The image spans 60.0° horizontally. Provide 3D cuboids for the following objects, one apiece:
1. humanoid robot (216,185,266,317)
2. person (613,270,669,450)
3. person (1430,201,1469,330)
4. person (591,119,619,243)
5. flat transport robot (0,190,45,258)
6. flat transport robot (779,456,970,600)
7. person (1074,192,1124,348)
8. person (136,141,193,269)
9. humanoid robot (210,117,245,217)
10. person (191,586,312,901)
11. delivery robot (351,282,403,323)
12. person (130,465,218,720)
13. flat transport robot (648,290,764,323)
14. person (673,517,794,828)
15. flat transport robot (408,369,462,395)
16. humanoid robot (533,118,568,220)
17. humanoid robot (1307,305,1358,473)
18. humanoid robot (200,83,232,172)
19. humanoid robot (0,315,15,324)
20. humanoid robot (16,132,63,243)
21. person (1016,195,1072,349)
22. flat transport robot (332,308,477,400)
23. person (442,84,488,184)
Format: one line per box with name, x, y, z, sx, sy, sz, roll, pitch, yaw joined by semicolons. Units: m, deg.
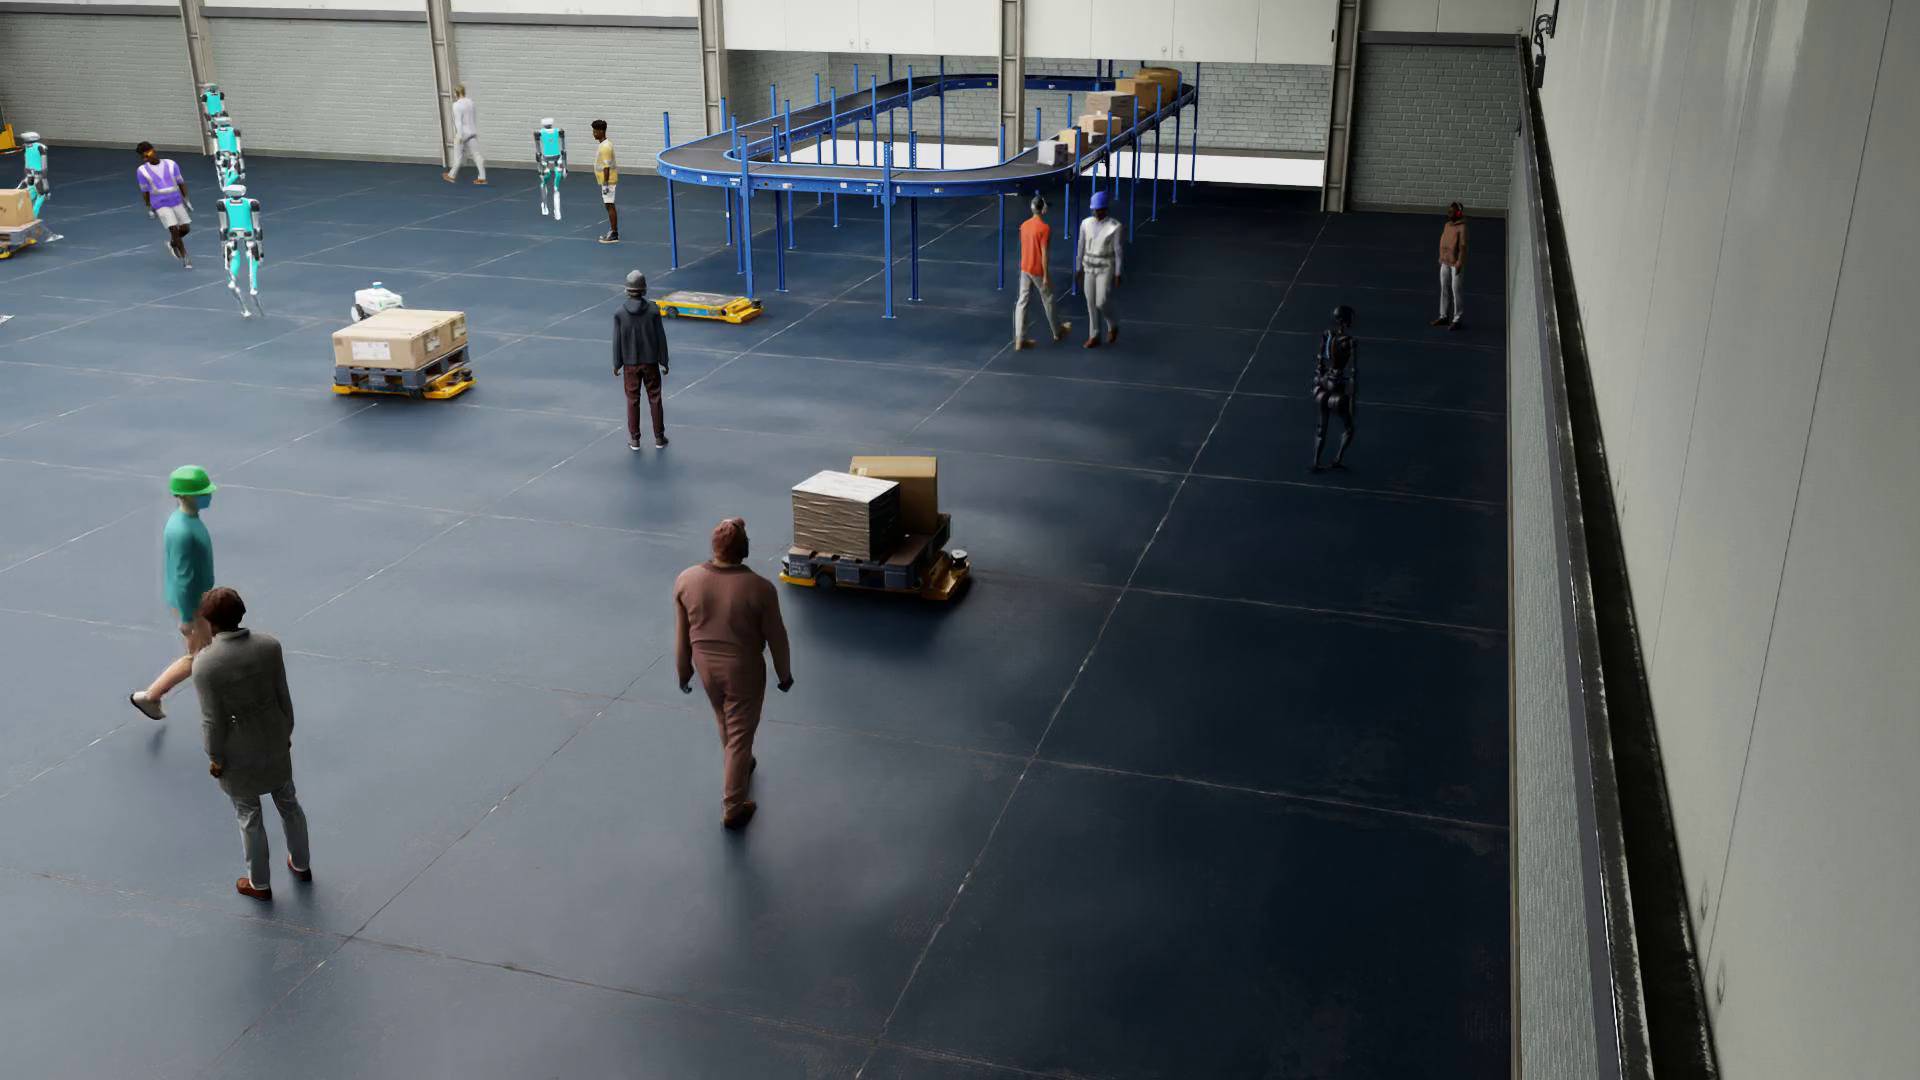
humanoid robot;-9.409;-3.685;21.751;0.541;1.816;0.760;-3;21;-9
person;-3.206;-1.803;16.706;0.555;1.811;0.371;-4;21;-11
person;6.368;-3.552;21.473;0.310;1.648;0.455;-10;23;-24
person;-5.718;-5.806;26.893;0.374;1.957;0.601;-4;21;-10
flat transport robot;-15.200;-4.638;26.206;0.659;0.231;1.431;-3;21;-8
flat transport robot;-0.697;0.229;13.584;1.431;0.231;0.659;6;22;15
person;1.703;-3.320;20.470;0.615;1.931;0.444;16;26;35
person;-11.925;-5.049;24.997;0.646;1.904;0.671;-19;28;-40
humanoid robot;-12.639;-6.339;28.593;0.556;1.737;0.968;2;21;5
person;-3.898;1.111;9.132;0.367;1.830;0.501;18;28;39
delivery robot;-7.596;-3.059;21.739;0.816;0.612;0.499;20;28;41
person;-5.138;0.380;11.008;0.738;1.842;0.562;-4;22;-11
flat transport robot;-3.414;-3.121;22.273;1.431;0.231;0.659;8;23;20
person;-1.314;0.740;10.031;0.670;1.872;0.873;7;22;17
flat transport robot;-6.362;-1.958;19.256;0.659;0.231;1.431;-17;27;-36
humanoid robot;-7.178;-6.479;28.975;0.554;1.786;0.930;-10;23;-25
humanoid robot;3.607;-1.450;15.990;0.476;1.644;0.585;-11;24;-26
humanoid robot;-14.923;-8.337;33.774;0.705;1.792;0.547;10;23;25
humanoid robot;-12.667;-3.442;21.083;0.540;1.722;1.023;18;27;39
humanoid robot;-14.989;-5.613;26.727;0.541;1.782;0.862;11;24;27
person;1.016;-3.335;20.606;0.503;1.866;0.954;18;27;39
flat transport robot;-6.296;-1.807;18.864;1.431;0.231;0.659;4;21;11
person;-9.695;-7.896;32.401;0.976;1.893;0.632;10;23;25
